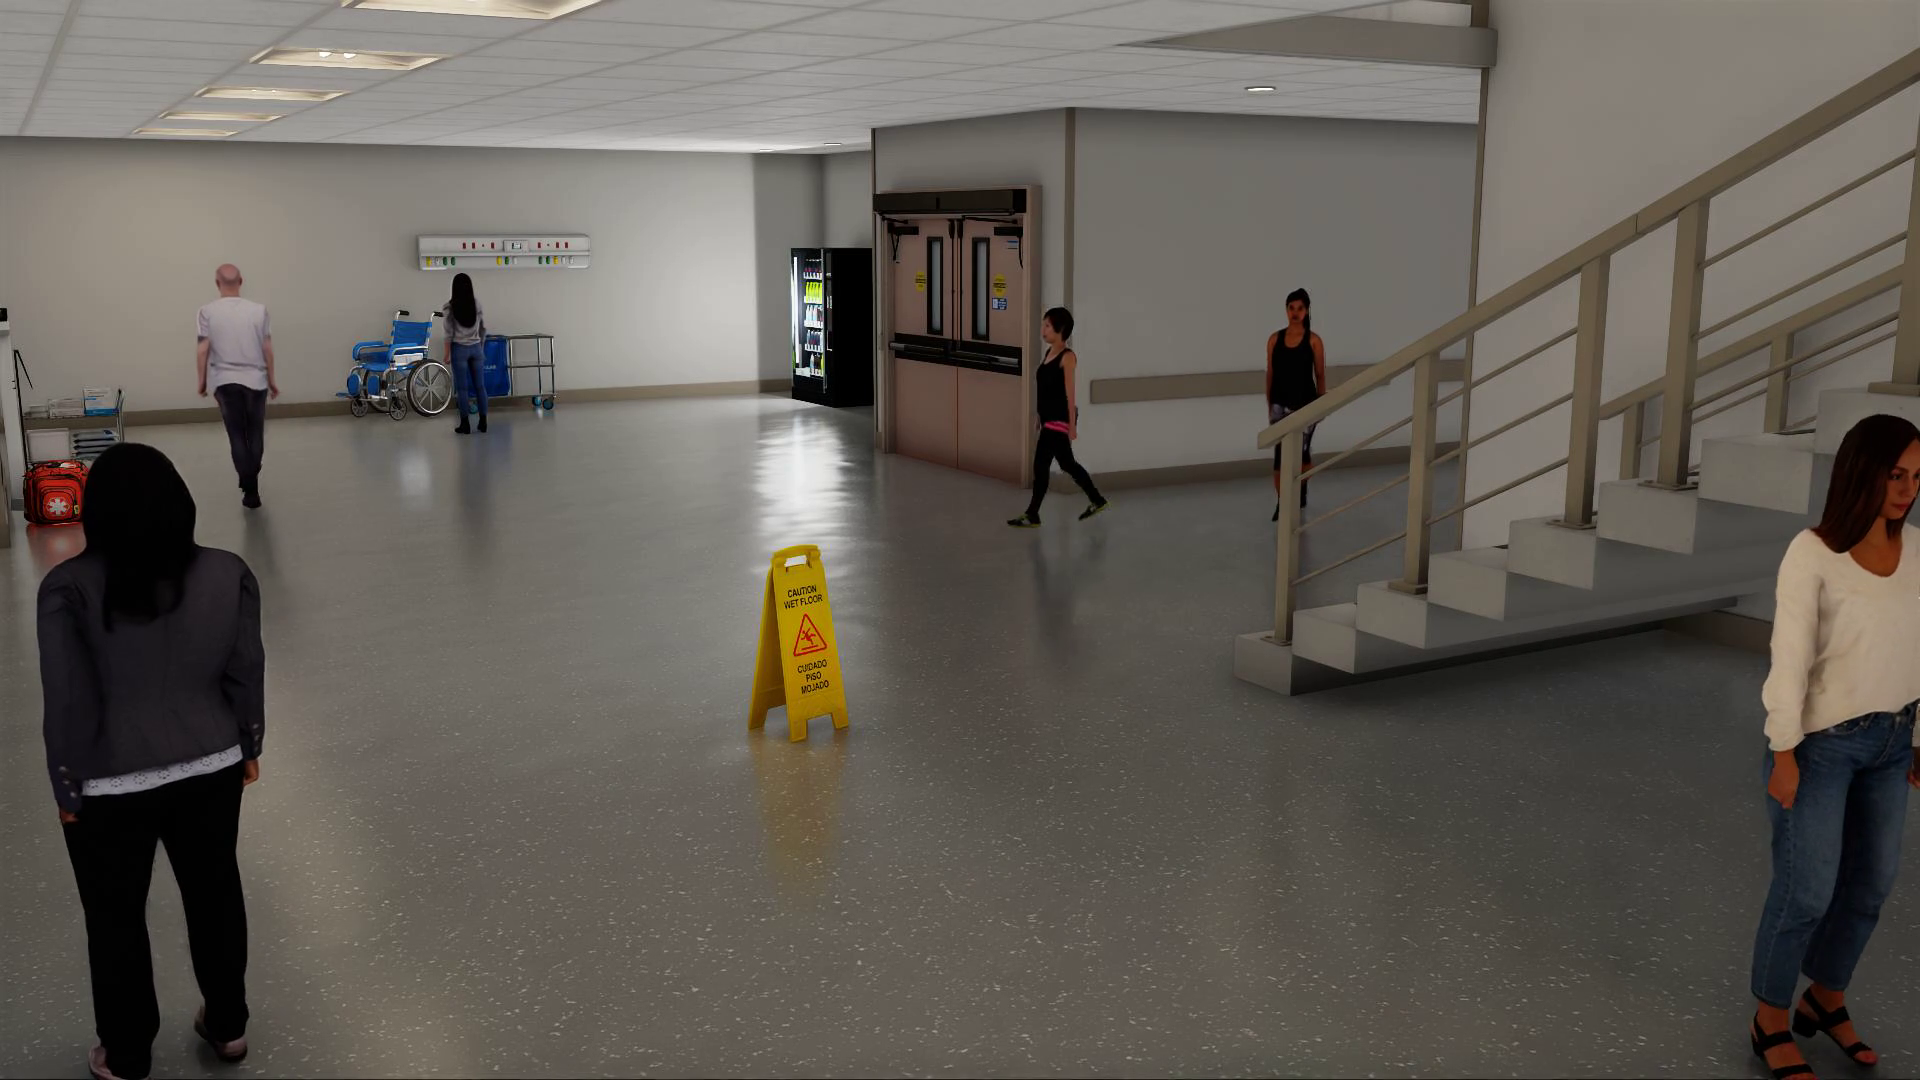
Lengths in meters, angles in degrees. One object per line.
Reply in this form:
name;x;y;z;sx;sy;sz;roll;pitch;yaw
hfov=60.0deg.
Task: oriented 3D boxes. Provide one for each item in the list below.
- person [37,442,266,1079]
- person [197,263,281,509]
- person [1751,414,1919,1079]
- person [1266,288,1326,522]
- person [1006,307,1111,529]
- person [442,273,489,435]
person;-1.984;0.556;4.094;0.741;1.593;0.741;10;15;43
person;-5.344;-1.116;12.376;0.772;1.791;1.184;-8;13;-35
person;2.173;0.510;4.123;0.685;1.673;0.626;-3;11;-18
person;2.440;-0.968;12.046;1.098;1.624;1.098;4;11;20
person;0.746;-0.835;11.622;0.782;1.520;1.016;-3;11;-15
person;-5.033;-1.912;16.994;0.644;1.633;0.580;-10;14;-41
